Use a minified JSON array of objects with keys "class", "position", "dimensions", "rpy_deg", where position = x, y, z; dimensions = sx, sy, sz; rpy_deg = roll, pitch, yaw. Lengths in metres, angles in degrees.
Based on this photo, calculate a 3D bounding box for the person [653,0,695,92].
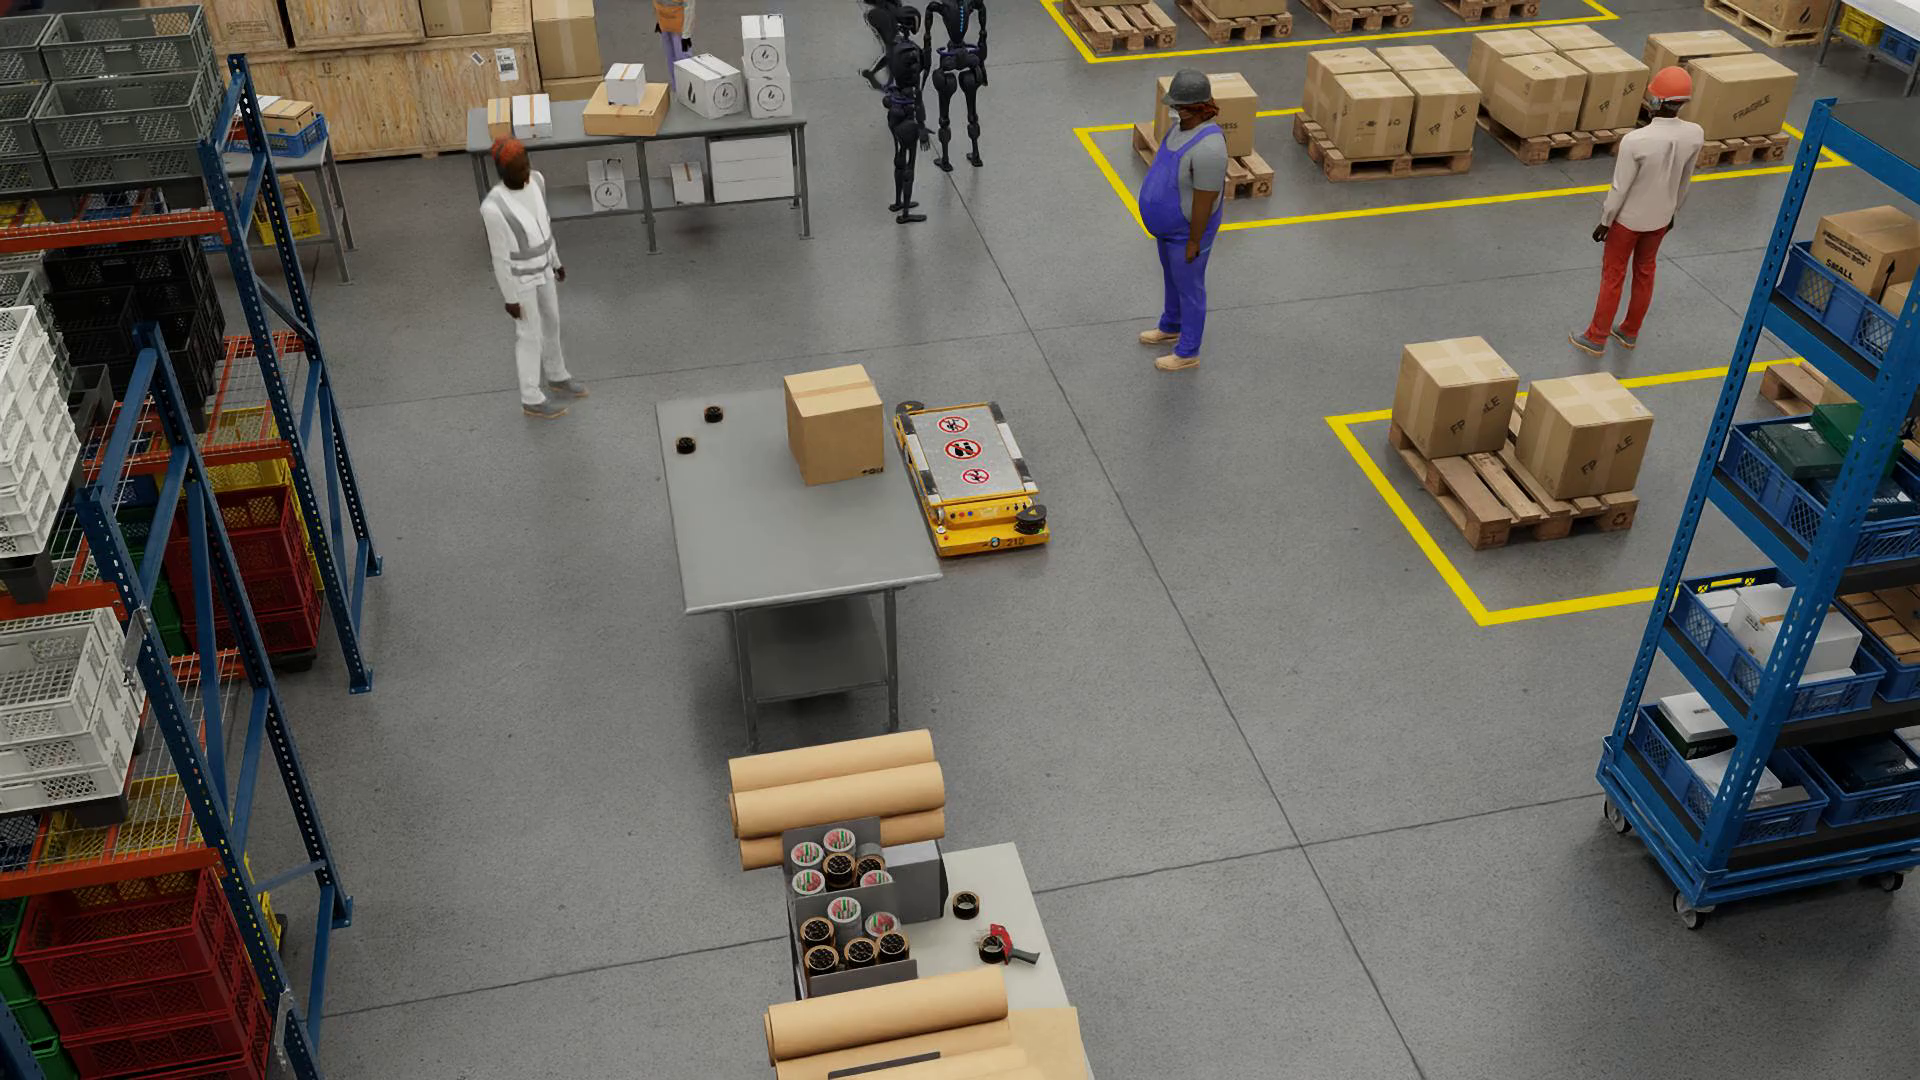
[{"class":"person","position":[-2.430,-4.374,14.044],"dimensions":[0.385,1.927,0.587],"rpy_deg":[-22,42,-26]}]

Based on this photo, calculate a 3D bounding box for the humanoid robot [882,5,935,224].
[{"class":"humanoid robot","position":[-0.404,-3.265,12.762],"dimensions":[0.322,1.658,0.580],"rpy_deg":[-11,38,-14]}]

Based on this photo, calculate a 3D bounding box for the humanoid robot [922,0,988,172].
[{"class":"humanoid robot","position":[-0.030,-3.854,13.553],"dimensions":[0.567,1.650,0.338],"rpy_deg":[-12,38,-16]}]

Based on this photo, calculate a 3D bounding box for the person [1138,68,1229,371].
[{"class":"person","position":[1.430,-2.107,10.902],"dimensions":[0.536,2.000,0.675],"rpy_deg":[-6,37,-8]}]

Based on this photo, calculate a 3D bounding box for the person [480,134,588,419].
[{"class":"person","position":[-2.693,-1.653,10.427],"dimensions":[0.358,1.882,0.583],"rpy_deg":[12,38,15]}]

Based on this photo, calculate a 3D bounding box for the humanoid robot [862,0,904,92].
[{"class":"humanoid robot","position":[-0.664,-4.783,14.816],"dimensions":[0.350,1.647,0.605],"rpy_deg":[12,38,16]}]

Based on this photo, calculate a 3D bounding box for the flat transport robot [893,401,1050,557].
[{"class":"flat transport robot","position":[0.046,-0.430,10.108],"dimensions":[0.652,0.197,1.431],"rpy_deg":[-8,37,-10]}]

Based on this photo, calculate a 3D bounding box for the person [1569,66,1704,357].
[{"class":"person","position":[4.491,-2.150,10.999],"dimensions":[0.615,1.994,0.378],"rpy_deg":[-11,38,-15]}]
